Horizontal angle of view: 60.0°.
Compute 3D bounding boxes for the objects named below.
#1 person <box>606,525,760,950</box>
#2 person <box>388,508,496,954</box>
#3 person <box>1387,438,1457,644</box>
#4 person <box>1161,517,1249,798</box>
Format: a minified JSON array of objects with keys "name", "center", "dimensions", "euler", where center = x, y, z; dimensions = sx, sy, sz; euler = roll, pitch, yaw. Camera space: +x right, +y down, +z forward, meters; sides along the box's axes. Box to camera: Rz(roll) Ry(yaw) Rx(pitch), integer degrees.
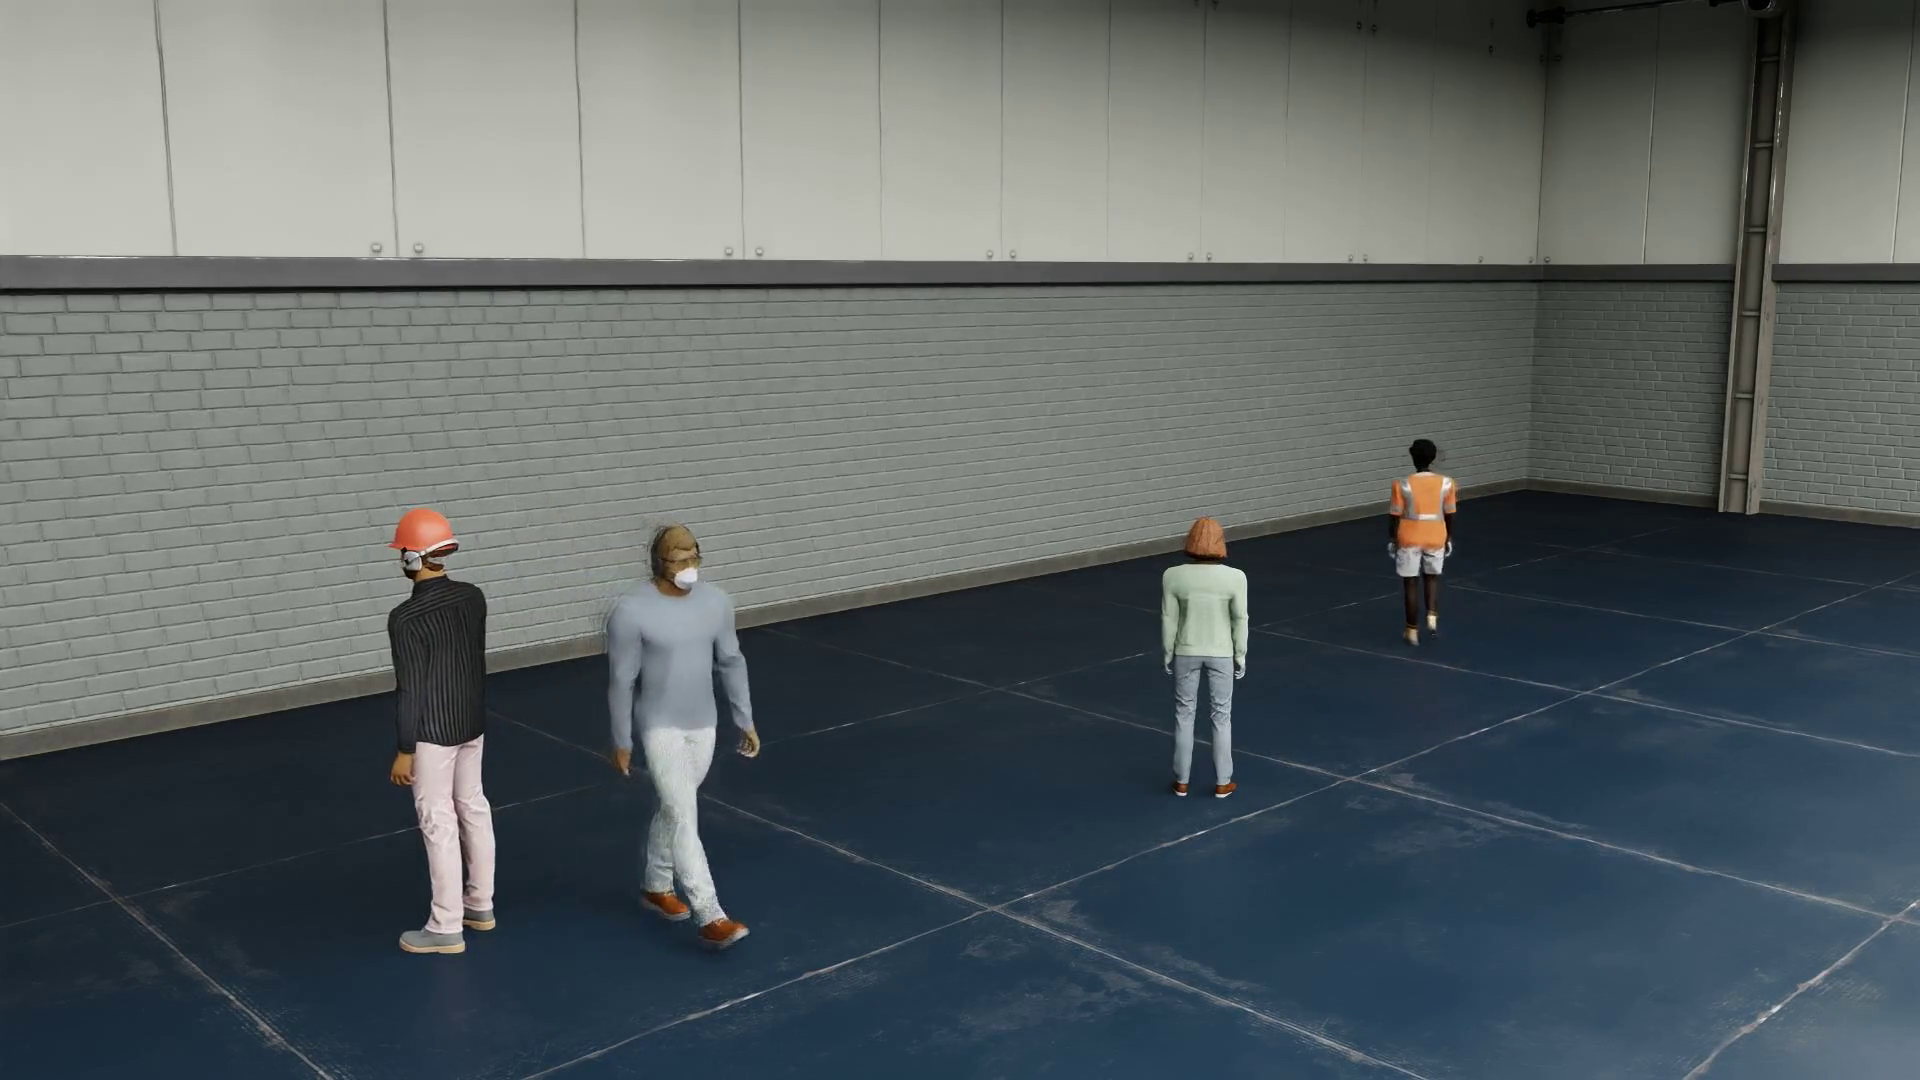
[{"name":"person","center":[-1.199,0.882,7.530],"dimensions":[0.976,1.894,0.653],"euler":[9,13,44]},{"name":"person","center":[-2.337,0.854,7.444],"dimensions":[0.392,1.995,0.619],"euler":[3,10,19]},{"name":"person","center":[3.746,0.012,13.561],"dimensions":[0.551,1.685,0.366],"euler":[0,9,-2]},{"name":"person","center":[1.410,0.680,9.613],"dimensions":[0.500,1.633,0.282],"euler":[2,9,12]}]
